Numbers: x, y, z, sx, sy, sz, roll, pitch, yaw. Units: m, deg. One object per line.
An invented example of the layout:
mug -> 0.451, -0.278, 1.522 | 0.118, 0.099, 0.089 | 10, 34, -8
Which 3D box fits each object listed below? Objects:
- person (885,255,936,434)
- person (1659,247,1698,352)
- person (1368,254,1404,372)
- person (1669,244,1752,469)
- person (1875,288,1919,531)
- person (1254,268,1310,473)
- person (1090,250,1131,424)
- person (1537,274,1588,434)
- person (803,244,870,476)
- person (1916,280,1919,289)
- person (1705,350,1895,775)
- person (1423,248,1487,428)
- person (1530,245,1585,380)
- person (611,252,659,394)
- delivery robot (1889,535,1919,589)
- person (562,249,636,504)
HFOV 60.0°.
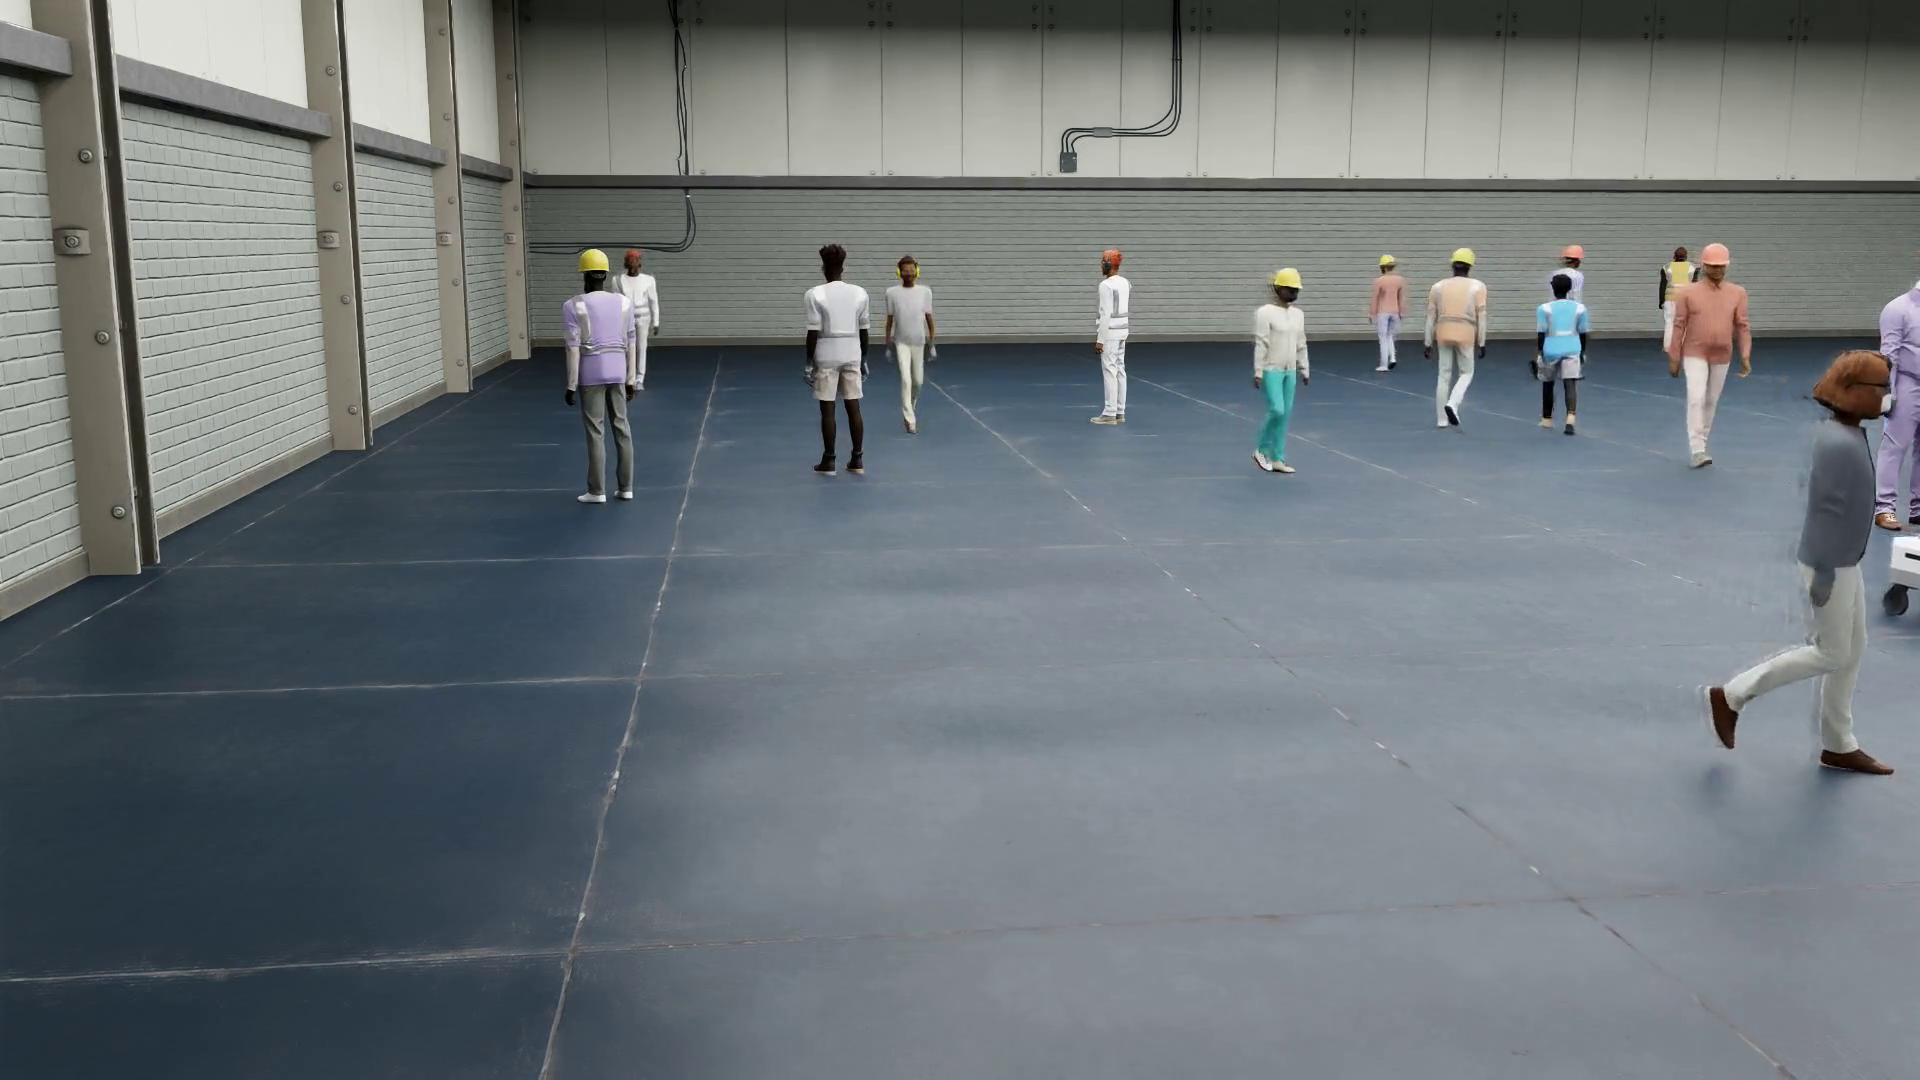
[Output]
person -> -0.522, -2.051, 17.367 | 0.527, 1.845, 0.796 | -2, 11, -12
person -> 12.599, -4.209, 29.195 | 0.619, 1.845, 0.430 | 4, 11, 19
person -> 6.403, -3.408, 25.021 | 0.553, 1.751, 0.366 | -4, 11, -20
person -> 6.591, -1.590, 14.533 | 0.616, 1.954, 0.954 | 1, 10, 3
person -> 6.676, -1.014, 11.515 | 0.639, 1.904, 0.407 | -1, 10, -8
person -> 2.758, -1.441, 14.225 | 0.554, 1.752, 0.353 | -7, 13, -35
person -> 1.638, -2.192, 18.025 | 0.355, 1.883, 0.575 | 6, 12, 30
person -> 6.255, -1.939, 17.276 | 0.533, 1.655, 0.889 | 1, 10, 6
person -> -1.054, -1.531, 14.172 | 0.613, 1.962, 0.367 | -6, 12, -30
person -> 11.742, -2.545, 19.886 | 0.578, 1.899, 0.893 | -1, 10, -6
person -> 3.231, 0.087, 6.273 | 0.592, 1.618, 0.505 | 6, 12, 31
person -> 5.220, -2.119, 17.560 | 0.676, 1.906, 0.490 | 6, 12, 30
person -> 8.477, -3.187, 23.405 | 0.808, 1.918, 0.551 | -5, 11, -25
person -> -4.229, -2.834, 21.691 | 0.598, 1.832, 0.980 | -2, 11, -12
delivery robot -> 5.211, 0.137, 8.639 | 0.477, 0.478, 0.707 | -2, 11, -13
person -> -2.740, -1.234, 12.645 | 0.588, 1.928, 0.384 | -8, 13, -38
